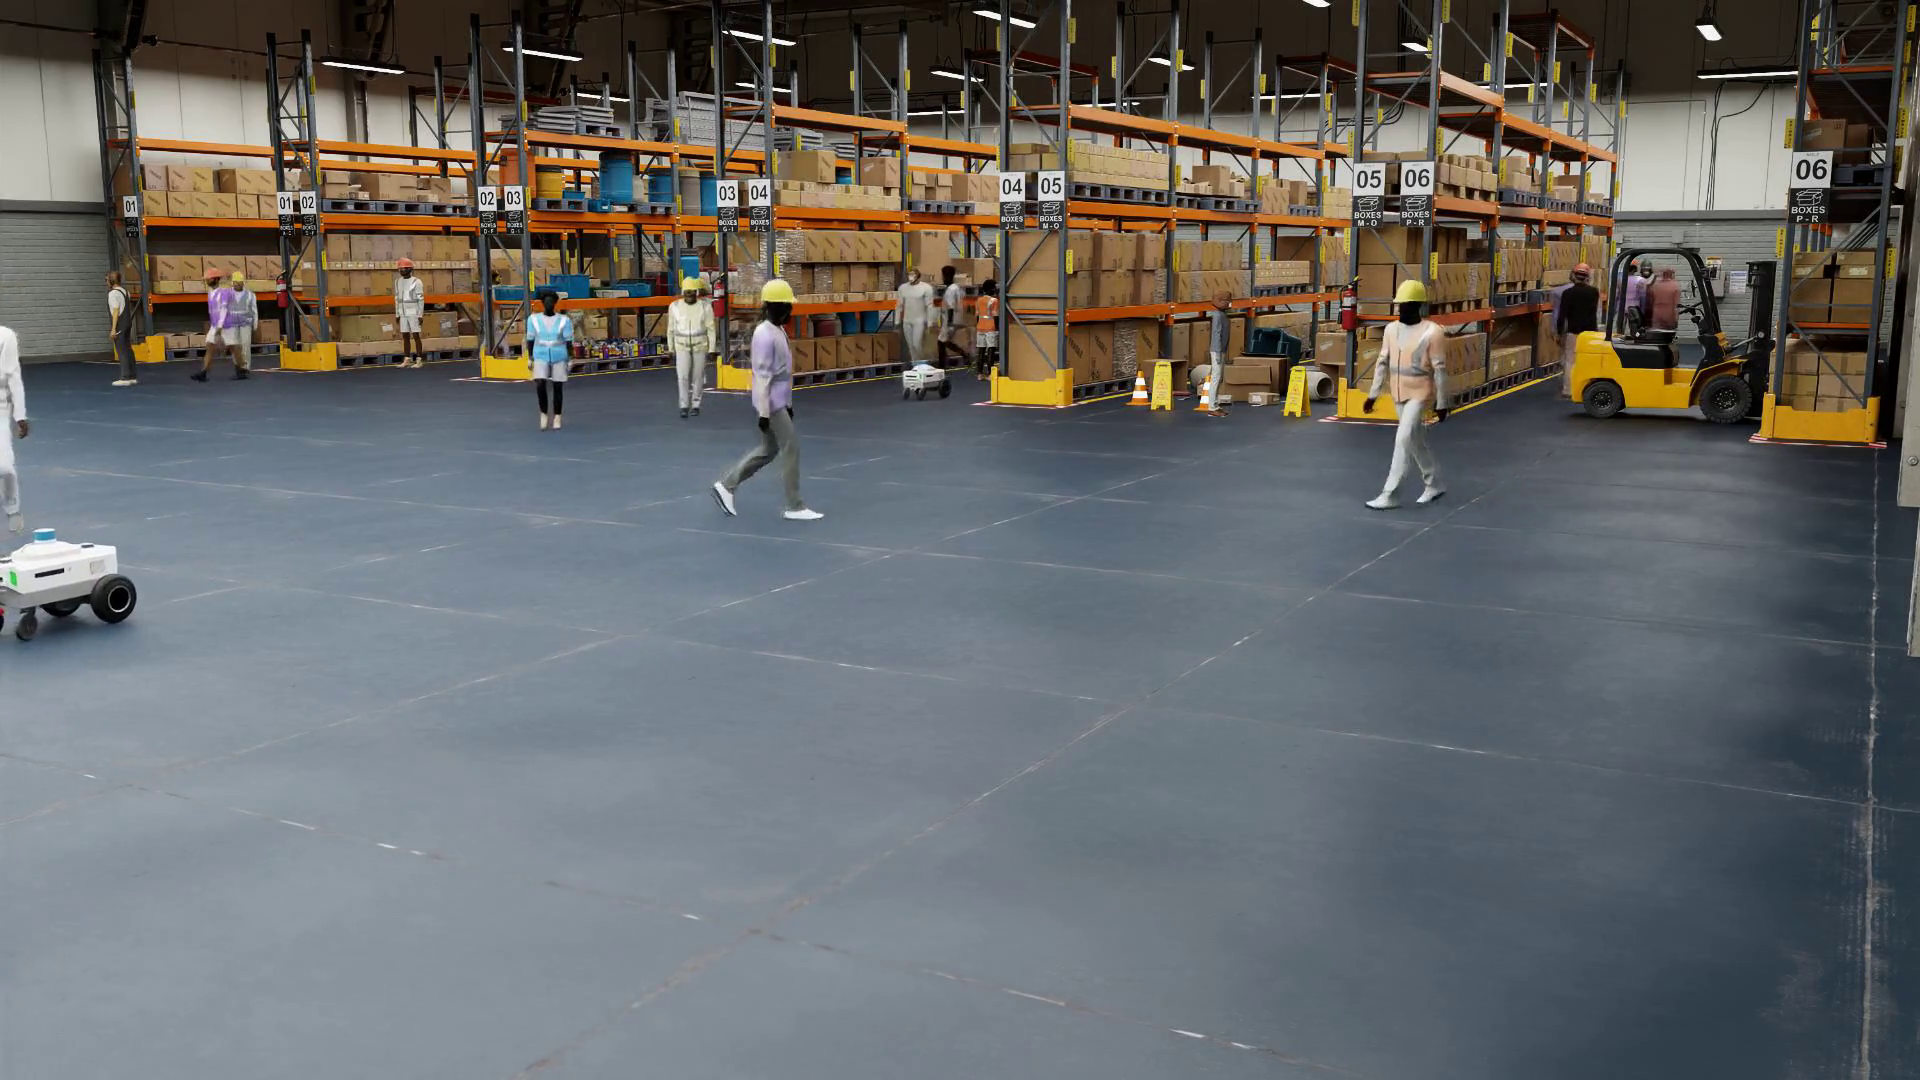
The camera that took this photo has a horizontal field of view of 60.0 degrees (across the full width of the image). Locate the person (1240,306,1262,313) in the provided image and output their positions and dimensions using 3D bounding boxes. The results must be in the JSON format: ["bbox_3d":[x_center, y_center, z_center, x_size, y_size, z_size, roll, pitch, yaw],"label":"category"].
[{"bbox_3d":[6.208,-4.964,36.024,0.591,1.795,0.969,6,11,32],"label":"person"}]

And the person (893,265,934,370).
[{"bbox_3d":[-0.795,-3.619,27.782,0.633,1.915,0.598,5,11,29],"label":"person"}]

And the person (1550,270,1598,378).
[{"bbox_3d":[9.493,-3.245,25.641,0.658,1.894,0.990,6,11,30],"label":"person"}]

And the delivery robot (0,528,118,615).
[{"bbox_3d":[-5.075,0.180,9.255,0.477,0.478,0.707,4,10,22],"label":"delivery robot"}]

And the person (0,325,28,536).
[{"bbox_3d":[-7.022,-0.888,11.911,0.612,1.877,0.440,-3,10,-15],"label":"person"}]

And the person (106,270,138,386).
[{"bbox_3d":[-13.477,-3.395,26.695,0.325,1.842,0.513,0,10,-1],"label":"person"}]

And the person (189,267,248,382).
[{"bbox_3d":[-12.319,-3.566,27.587,0.549,1.885,0.980,5,11,29],"label":"person"}]

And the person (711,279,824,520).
[{"bbox_3d":[-1.537,-1.097,13.072,0.835,1.902,0.586,0,10,-1],"label":"person"}]

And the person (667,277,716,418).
[{"bbox_3d":[-3.444,-2.456,21.323,0.626,1.792,0.873,-1,10,-7],"label":"person"}]

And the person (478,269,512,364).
[{"bbox_3d":[-8.869,-4.230,31.653,0.535,1.832,0.951,5,11,26],"label":"person"}]

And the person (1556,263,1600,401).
[{"bbox_3d":[8.887,-2.989,23.948,0.668,1.972,0.438,-2,10,-12],"label":"person"}]

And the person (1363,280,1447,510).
[{"bbox_3d":[3.748,-1.202,13.776,0.973,1.889,0.595,-5,11,-28],"label":"person"}]

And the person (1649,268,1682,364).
[{"bbox_3d":[13.492,-4.279,31.863,0.975,1.866,0.638,-9,13,-42],"label":"person"}]

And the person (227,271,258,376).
[{"bbox_3d":[-12.542,-3.772,28.972,0.612,1.819,0.466,-3,10,-19],"label":"person"}]

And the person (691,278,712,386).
[{"bbox_3d":[-4.213,-3.323,26.635,0.510,1.720,0.481,3,10,14],"label":"person"}]

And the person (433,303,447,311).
[{"bbox_3d":[-11.544,-5.160,36.726,0.648,1.937,1.037,7,12,36],"label":"person"}]

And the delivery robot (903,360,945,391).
[{"bbox_3d":[-0.524,-2.373,24.202,0.477,0.478,0.707,6,11,30],"label":"delivery robot"}]

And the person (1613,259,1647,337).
[{"bbox_3d":[12.984,-4.446,32.317,0.638,2.030,0.557,5,11,26],"label":"person"}]

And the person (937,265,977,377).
[{"bbox_3d":[-0.147,-3.719,28.347,0.766,1.926,0.632,2,10,13],"label":"person"}]

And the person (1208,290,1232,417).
[{"bbox_3d":[3.379,-2.417,21.579,0.268,1.632,0.507,3,10,16],"label":"person"}]

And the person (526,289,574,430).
[{"bbox_3d":[-4.860,-2.131,19.748,0.557,1.674,0.593,-2,10,-13],"label":"person"}]

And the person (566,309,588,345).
[{"bbox_3d":[-7.444,-4.259,32.425,0.511,1.614,0.763,5,11,29],"label":"person"}]

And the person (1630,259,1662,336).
[{"bbox_3d":[13.942,-4.723,33.893,0.700,2.000,0.969,5,11,27],"label":"person"}]

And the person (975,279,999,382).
[{"bbox_3d":[0.462,-3.449,27.443,0.322,1.694,0.536,-8,12,-38],"label":"person"}]

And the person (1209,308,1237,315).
[{"bbox_3d":[5.293,-4.561,33.648,0.642,1.791,0.940,5,11,27],"label":"person"}]

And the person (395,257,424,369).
[{"bbox_3d":[-10.139,-4.159,30.578,0.606,2.045,0.389,4,10,22],"label":"person"}]
